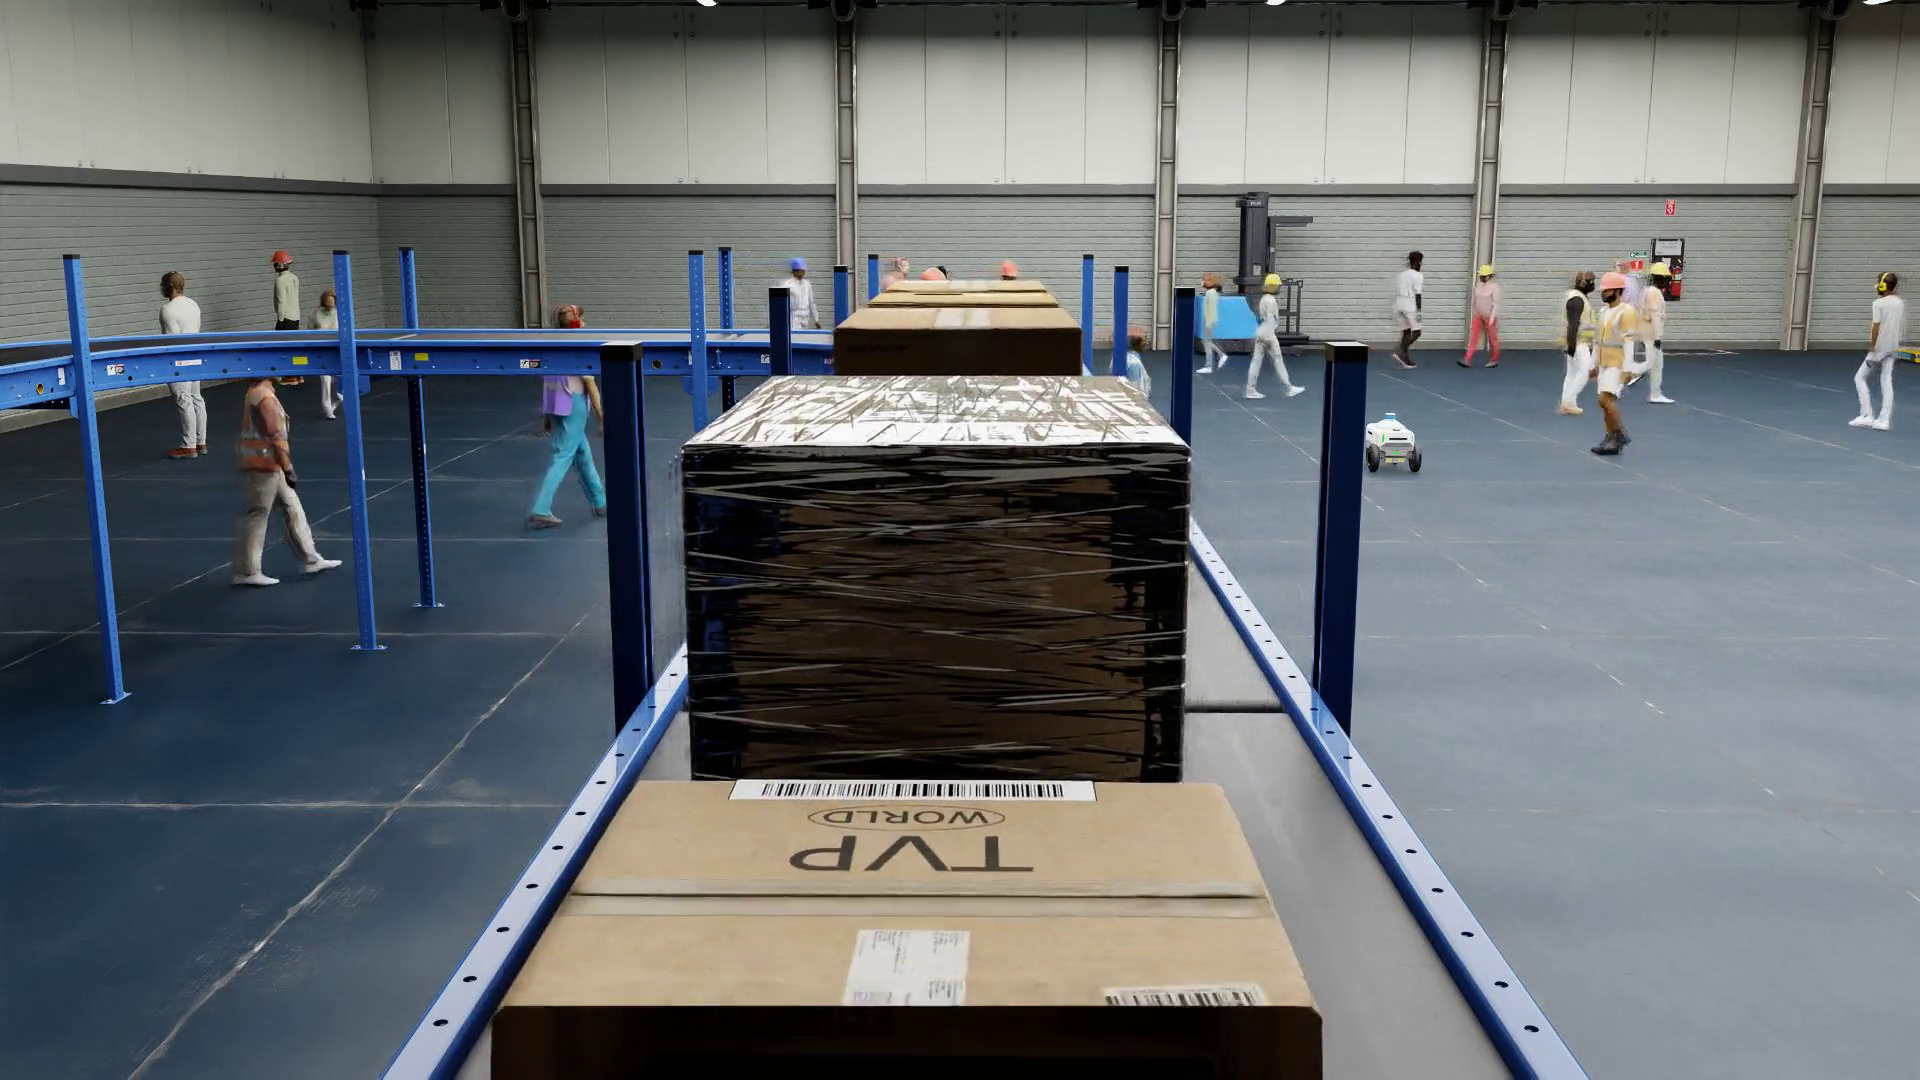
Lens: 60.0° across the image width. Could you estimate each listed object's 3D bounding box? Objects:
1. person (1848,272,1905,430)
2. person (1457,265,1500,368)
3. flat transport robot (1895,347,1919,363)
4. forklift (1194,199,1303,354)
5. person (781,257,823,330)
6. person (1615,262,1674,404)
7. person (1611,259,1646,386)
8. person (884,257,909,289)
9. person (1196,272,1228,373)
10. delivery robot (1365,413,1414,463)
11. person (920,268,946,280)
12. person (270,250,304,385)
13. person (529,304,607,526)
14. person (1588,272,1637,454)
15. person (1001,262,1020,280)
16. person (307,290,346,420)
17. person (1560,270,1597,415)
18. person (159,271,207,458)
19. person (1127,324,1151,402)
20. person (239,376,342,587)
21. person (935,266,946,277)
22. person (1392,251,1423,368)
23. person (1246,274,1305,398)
[{"bbox_3d":[10.884,-2.249,19.770,0.565,1.845,0.603,-5,12,-22],"label":"person"},{"bbox_3d":[8.677,-3.694,27.561,0.949,1.702,0.534,-9,14,-38],"label":"person"},{"bbox_3d":[16.776,-3.238,29.036,0.652,0.197,1.431,0,11,1],"label":"flat transport robot"},{"bbox_3d":[5.313,-4.851,30.603,1.873,2.768,1.129,0,11,1],"label":"forklift"},{"bbox_3d":[-2.341,-3.239,24.719,0.986,1.891,0.618,7,13,30],"label":"person"},{"bbox_3d":[9.261,-2.788,22.405,0.747,1.905,0.599,4,12,19],"label":"person"},{"bbox_3d":[9.887,-3.206,24.635,0.602,1.876,0.670,8,13,34],"label":"person"},{"bbox_3d":[-0.989,-3.554,26.414,0.917,1.876,0.634,8,13,35],"label":"person"},{"bbox_3d":[4.070,-3.505,26.831,0.429,1.621,0.506,1,11,6],"label":"person"},{"bbox_3d":[4.319,-1.031,16.724,0.477,0.478,0.707,0,11,1],"label":"delivery robot"},{"bbox_3d":[-0.243,-1.442,15.131,0.607,2.044,0.371,-9,14,-37],"label":"person"},{"bbox_3d":[-10.119,-3.340,25.009,0.375,1.995,0.611,0,11,0],"label":"person"},{"bbox_3d":[-3.187,-1.032,13.677,0.589,1.796,0.988,10,15,42],"label":"person"},{"bbox_3d":[6.867,-1.856,17.567,0.433,1.919,0.566,-2,11,-12],"label":"person"},{"bbox_3d":[0.689,-2.828,22.667,0.565,1.883,0.984,-6,12,-27],"label":"person"},{"bbox_3d":[-7.930,-2.341,20.880,0.518,1.601,0.672,-6,13,-29],"label":"person"},{"bbox_3d":[7.841,-2.487,21.055,0.465,1.825,0.660,5,12,25],"label":"person"},{"bbox_3d":[-8.167,-1.840,17.443,0.372,1.940,0.631,0,11,0],"label":"person"},{"bbox_3d":[1.369,-1.011,14.026,0.646,1.623,0.520,0,11,-1],"label":"person"},{"bbox_3d":[-4.601,-0.494,11.353,0.775,1.604,0.550,-6,12,-27],"label":"person"},{"bbox_3d":[-0.352,-3.811,28.274,0.544,1.652,0.823,8,13,34],"label":"person"},{"bbox_3d":[7.481,-3.843,27.733,0.512,1.943,0.614,-4,12,-21],"label":"person"},{"bbox_3d":[4.370,-2.815,23.031,0.848,1.701,0.508,-1,11,-7],"label":"person"}]
